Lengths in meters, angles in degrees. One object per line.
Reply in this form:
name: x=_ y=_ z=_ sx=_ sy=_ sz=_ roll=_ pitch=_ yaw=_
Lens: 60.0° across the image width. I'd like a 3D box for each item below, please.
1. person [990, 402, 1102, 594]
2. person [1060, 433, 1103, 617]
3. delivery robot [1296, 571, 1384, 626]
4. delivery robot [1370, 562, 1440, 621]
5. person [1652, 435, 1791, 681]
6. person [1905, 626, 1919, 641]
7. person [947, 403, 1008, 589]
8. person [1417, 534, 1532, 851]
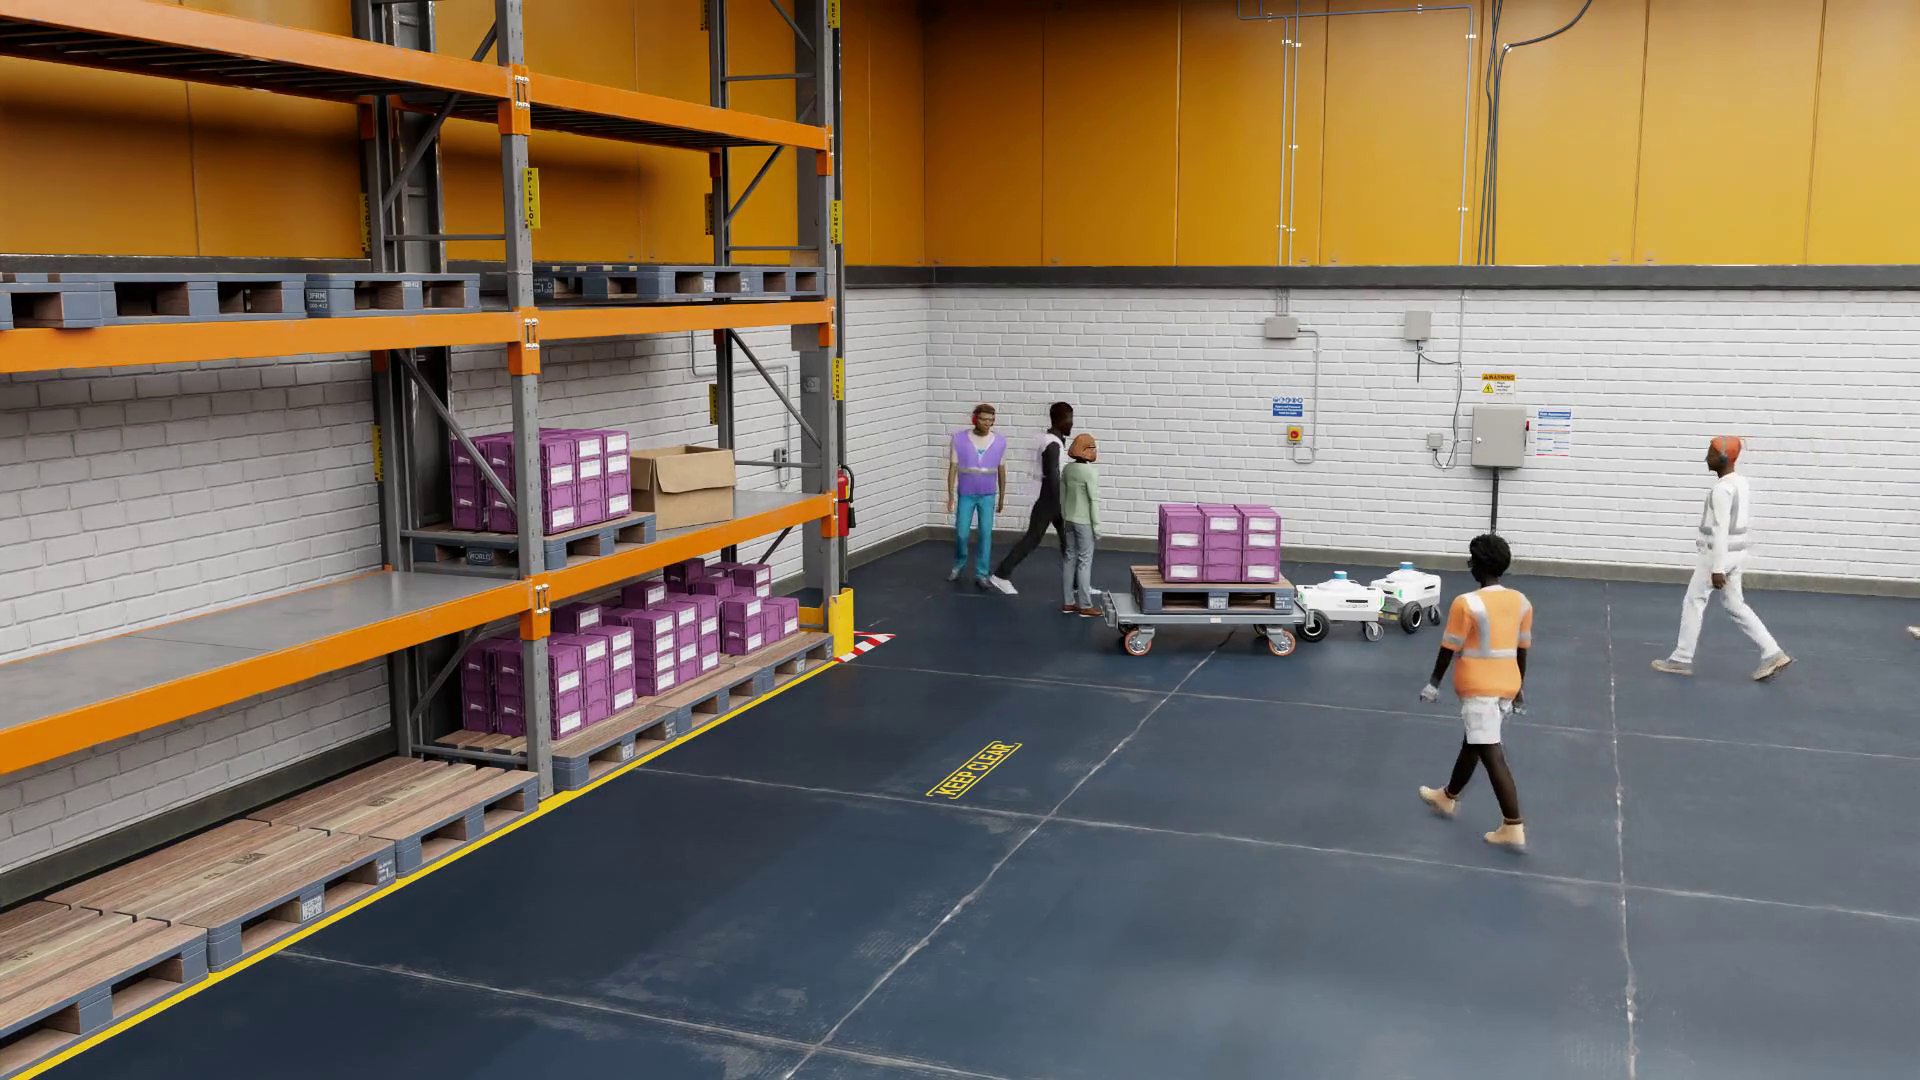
person: x=0.792 y=-0.382 z=15.744 sx=1.054 sy=1.867 sz=0.592 roll=1 pitch=9 yaw=6
person: x=1.085 y=-0.136 z=14.844 sx=0.286 sy=1.634 sz=0.500 roll=-6 pitch=11 yaw=-32
delivery robot: x=3.173 y=0.506 z=13.897 sx=0.707 sy=0.478 sz=0.477 roll=1 pitch=9 yaw=7
delivery robot: x=3.845 y=0.432 z=14.362 sx=0.477 sy=0.478 sz=0.707 roll=9 pitch=13 yaw=44
person: x=5.754 y=0.137 z=12.443 sx=0.920 sy=1.854 sz=0.578 roll=8 pitch=12 yaw=41
person: x=8.196 y=0.065 z=13.536 sx=0.890 sy=1.643 sz=0.542 roll=1 pitch=9 yaw=8
person: x=0.151 y=-0.440 z=16.203 sx=0.601 sy=1.814 sz=0.619 roll=-2 pitch=9 yaw=-9
person: x=2.793 y=0.791 z=8.961 sx=0.539 sy=1.645 sz=0.862 roll=-6 pitch=11 yaw=-32
